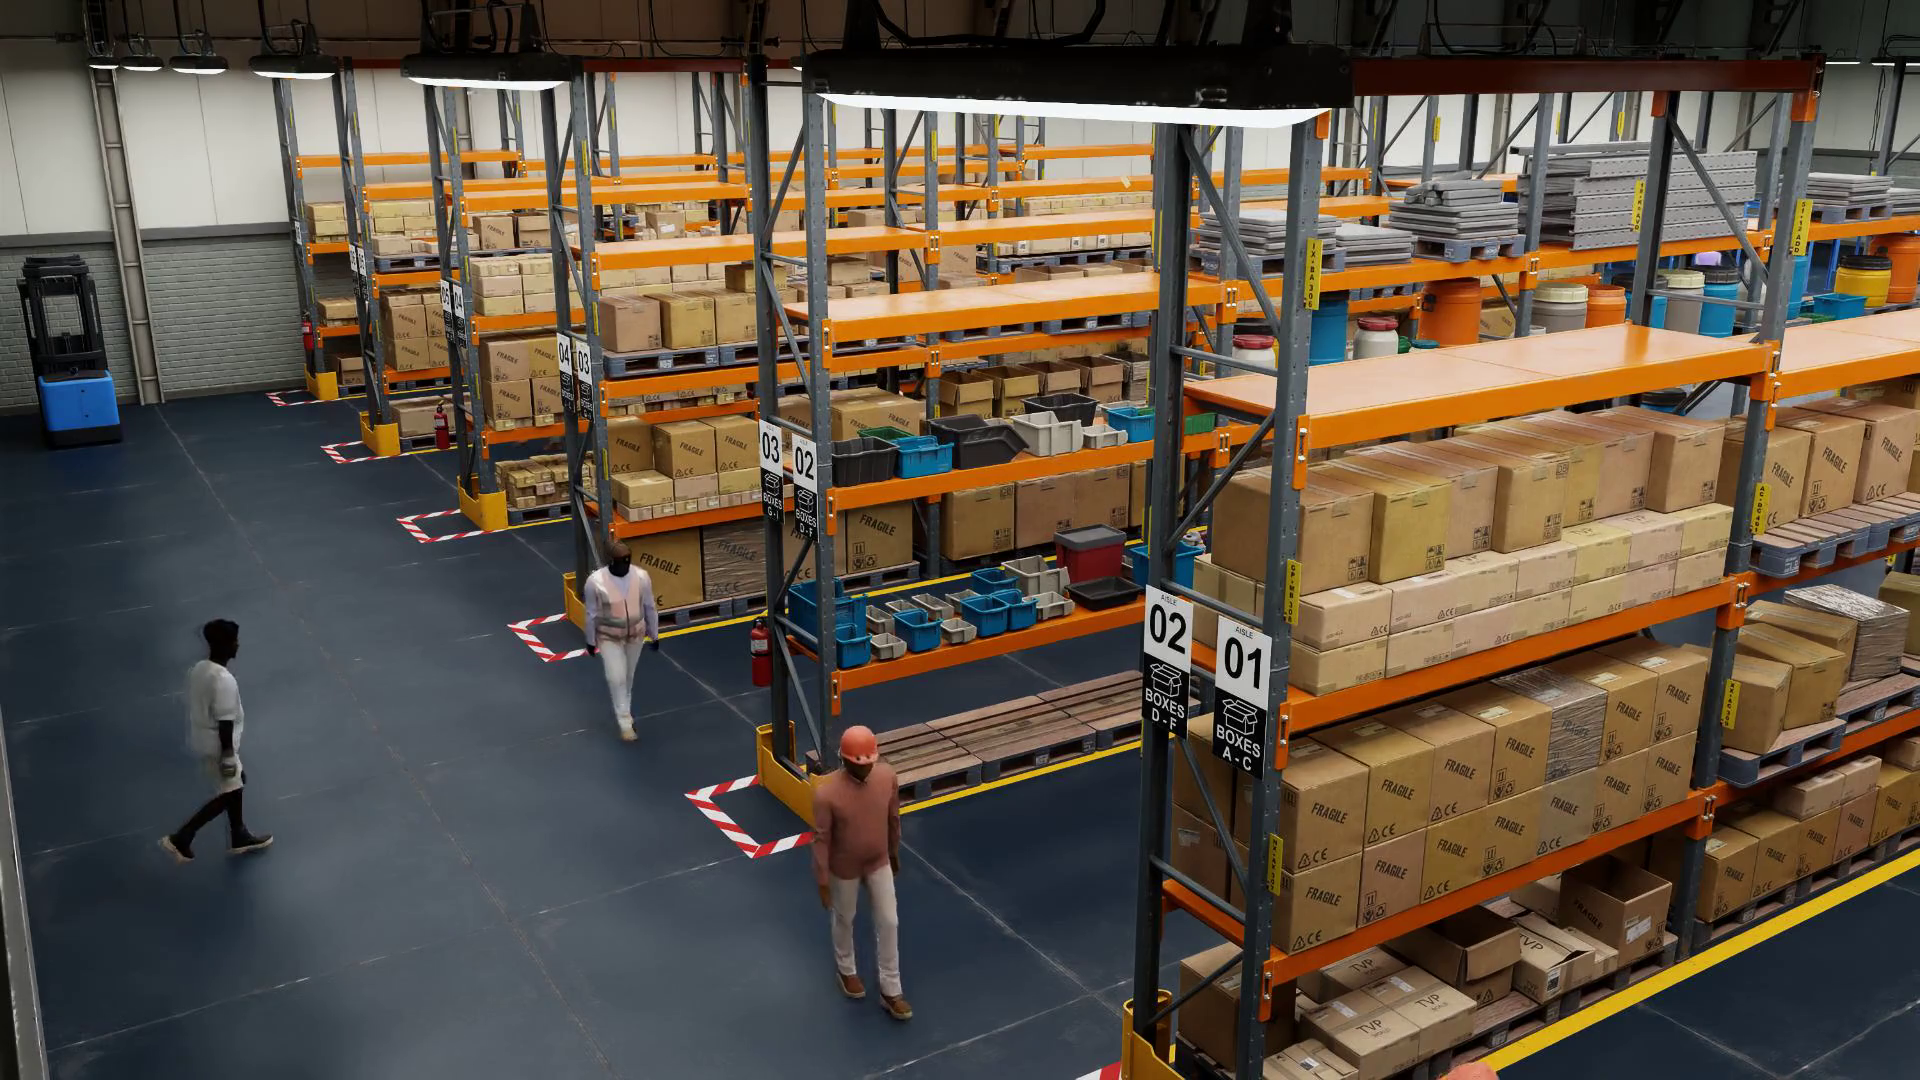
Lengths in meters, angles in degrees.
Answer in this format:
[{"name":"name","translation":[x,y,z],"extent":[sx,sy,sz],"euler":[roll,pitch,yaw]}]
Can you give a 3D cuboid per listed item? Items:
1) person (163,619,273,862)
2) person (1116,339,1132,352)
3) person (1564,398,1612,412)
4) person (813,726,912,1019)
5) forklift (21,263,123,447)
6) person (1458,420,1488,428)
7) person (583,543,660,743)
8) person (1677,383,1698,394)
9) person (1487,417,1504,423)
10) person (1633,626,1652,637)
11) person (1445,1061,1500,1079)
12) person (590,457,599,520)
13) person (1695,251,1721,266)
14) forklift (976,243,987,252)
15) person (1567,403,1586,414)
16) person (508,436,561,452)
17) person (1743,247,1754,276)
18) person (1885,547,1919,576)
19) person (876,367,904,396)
[{"name":"person","translation":[-5.734,1.562,12.017],"extent":[0.721,1.933,0.645],"euler":[-13,22,-37]},{"name":"person","translation":[2.422,-2.187,24.371],"extent":[0.991,1.904,0.628],"euler":[-7,18,-22]},{"name":"person","translation":[9.120,-1.769,22.930],"extent":[0.614,1.950,1.028],"euler":[13,21,37]},{"name":"person","translation":[-0.605,2.130,10.092],"extent":[0.663,1.960,0.858],"euler":[-8,19,-26]},{"name":"forklift","translation":[-14.518,-3.079,25.708],"extent":[1.129,2.768,1.873],"euler":[-10,20,-31]},{"name":"person","translation":[7.298,-1.588,22.373],"extent":[0.447,1.913,0.617],"euler":[-11,20,-31]},{"name":"person","translation":[-3.023,0.914,14.342],"extent":[0.647,1.807,0.896],"euler":[-11,20,-31]},{"name":"person","translation":[13.561,-3.722,29.159],"extent":[0.612,2.039,0.392],"euler":[13,21,37]},{"name":"person","translation":[6.862,-0.908,20.402],"extent":[0.329,1.765,0.533],"euler":[-12,20,-33]},{"name":"person","translation":[6.136,0.881,14.463],"extent":[0.832,1.801,0.623],"euler":[-6,18,-19]},{"name":"person","translation":[2.169,3.116,6.812],"extent":[1.021,1.990,0.629],"euler":[-11,20,-32]},{"name":"person","translation":[-4.047,-0.245,18.485],"extent":[0.644,1.615,0.554],"euler":[-14,22,-38]},{"name":"person","translation":[18.114,-6.391,38.308],"extent":[0.582,1.807,0.869],"euler":[8,19,25]},{"name":"forklift","translation":[0.988,-5.474,34.718],"extent":[1.214,2.155,2.313],"euler":[-10,20,-31]},{"name":"person","translation":[8.002,-1.037,20.577],"extent":[0.462,1.915,0.616],"euler":[-14,22,-39]},{"name":"person","translation":[-6.743,-2.308,24.728],"extent":[0.901,1.906,0.617],"euler":[-8,19,-25]},{"name":"person","translation":[19.056,-6.266,38.019],"extent":[0.550,1.742,0.663],"euler":[-15,22,-40]},{"name":"person","translation":[9.927,0.272,16.417],"extent":[0.404,1.831,0.600],"euler":[-10,19,-29]},{"name":"person","translation":[-1.001,-1.507,22.107],"extent":[0.396,1.917,0.590],"euler":[-16,23,-41]}]
